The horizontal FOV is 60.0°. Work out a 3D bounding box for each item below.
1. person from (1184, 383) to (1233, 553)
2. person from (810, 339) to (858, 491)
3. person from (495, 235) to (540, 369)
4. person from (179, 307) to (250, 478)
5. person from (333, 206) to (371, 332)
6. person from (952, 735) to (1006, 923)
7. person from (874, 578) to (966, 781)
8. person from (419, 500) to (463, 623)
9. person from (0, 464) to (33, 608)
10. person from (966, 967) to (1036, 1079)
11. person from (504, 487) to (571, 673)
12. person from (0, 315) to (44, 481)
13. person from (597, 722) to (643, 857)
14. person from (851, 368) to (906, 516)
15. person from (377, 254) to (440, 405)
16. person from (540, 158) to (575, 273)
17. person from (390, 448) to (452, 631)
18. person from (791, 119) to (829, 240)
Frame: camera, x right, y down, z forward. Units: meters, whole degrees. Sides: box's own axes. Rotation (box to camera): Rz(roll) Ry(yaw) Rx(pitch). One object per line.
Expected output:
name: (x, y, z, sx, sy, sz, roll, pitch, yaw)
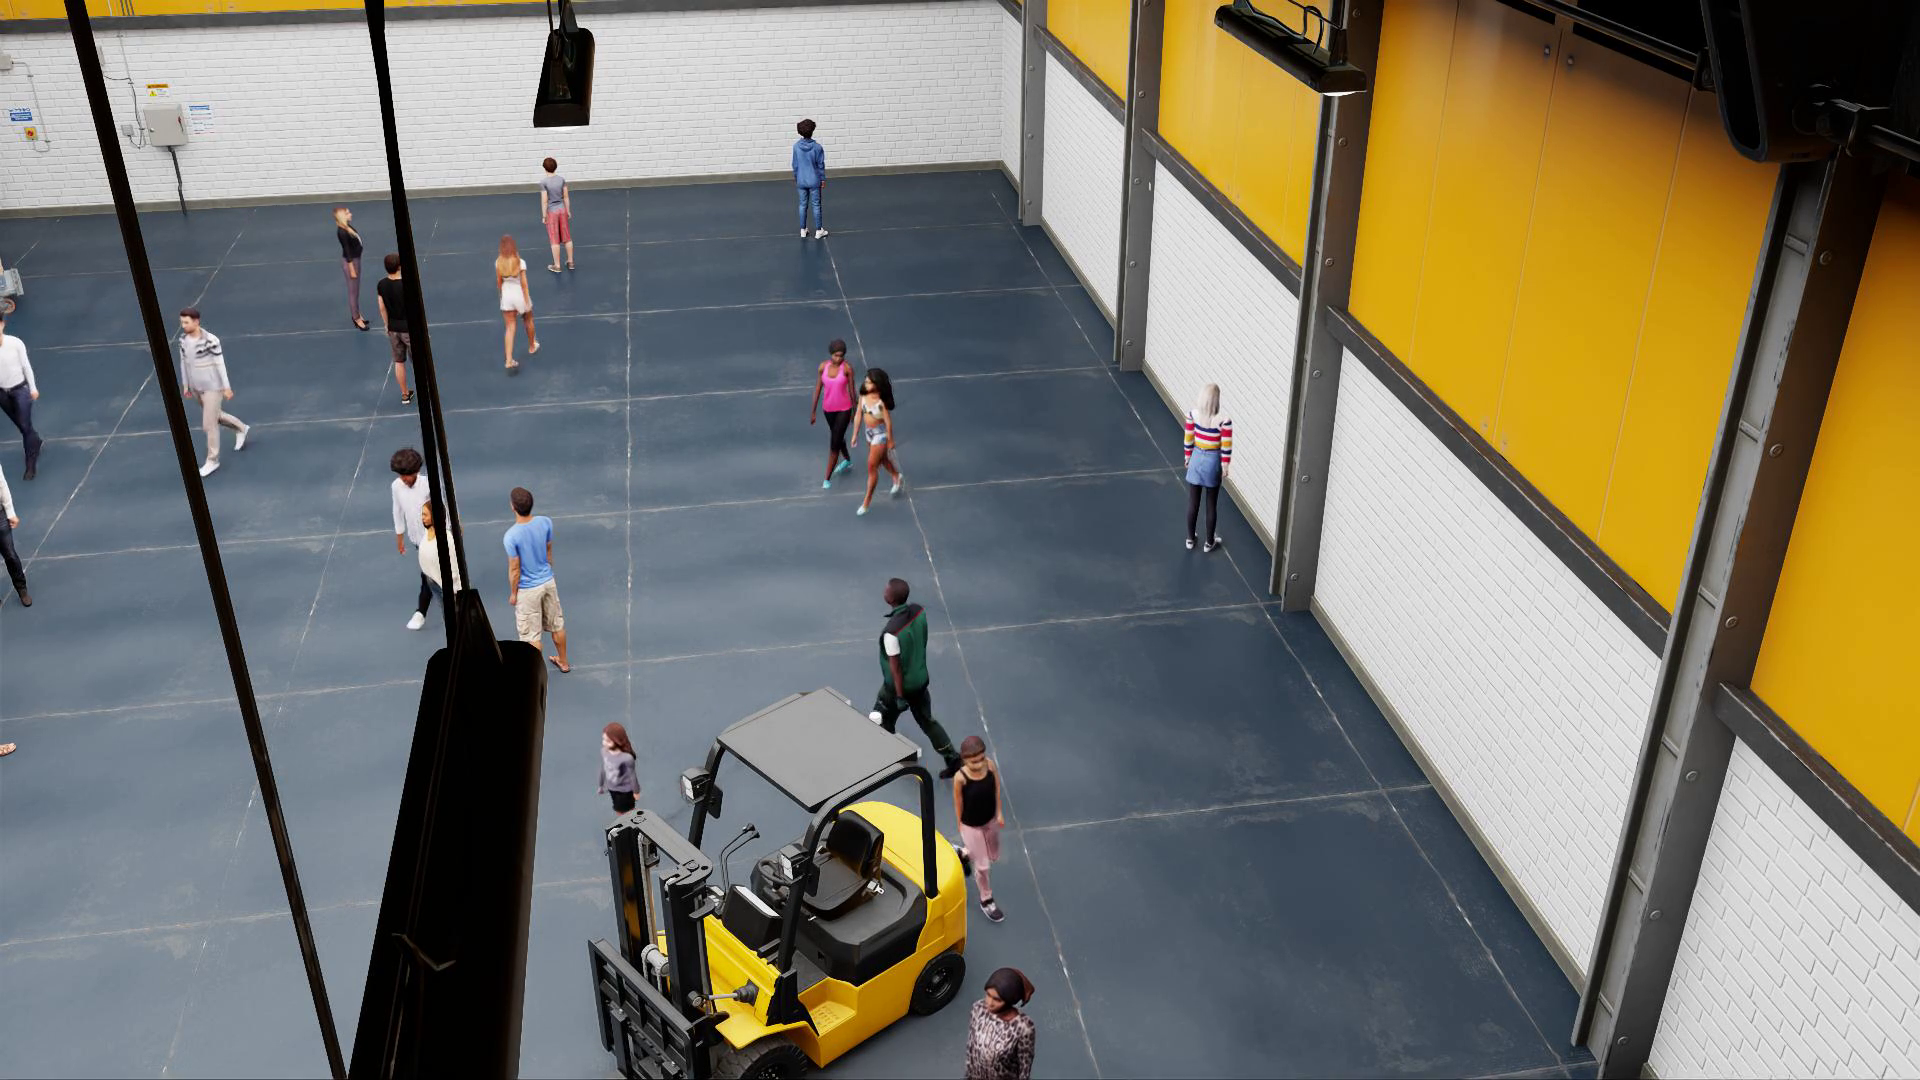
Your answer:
person: (2.459, -0.741, 16.647, 0.715, 1.808, 0.747, 15, 32, 26)
person: (-1.297, -1.408, 18.020, 0.997, 1.663, 1.191, 12, 31, 20)
person: (-5.624, -2.947, 20.861, 0.790, 1.644, 1.197, 3, 29, 5)
person: (-8.291, -1.731, 18.431, 1.113, 1.836, 1.285, 12, 31, 21)
person: (-8.084, -3.618, 22.064, 0.661, 1.672, 0.481, -7, 29, -13)
person: (0.094, 1.990, 11.922, 0.771, 1.537, 0.961, -21, 35, -33)
person: (-0.348, 1.164, 13.168, 1.256, 1.796, 1.219, 18, 33, 30)
person: (-4.543, 0.381, 14.719, 0.760, 1.683, 0.653, -23, 36, -36)
person: (-9.145, -0.208, 15.604, 0.730, 1.870, 0.667, -16, 32, -26)
person: (0.232, 3.150, 9.612, 0.680, 1.713, 0.744, 20, 34, 32)
person: (-3.706, 0.392, 14.512, 0.780, 1.863, 0.741, 22, 36, 35)
person: (-10.426, -1.667, 18.326, 0.605, 1.825, 1.193, -5, 29, -10)
person: (-2.546, 1.835, 12.674, 0.704, 1.089, 0.763, 19, 34, 31)
person: (-0.823, -1.088, 17.515, 1.029, 1.585, 1.001, 24, 37, 37)
person: (-6.655, -2.522, 19.855, 0.752, 1.861, 0.720, 5, 29, 9)
person: (-5.851, -4.717, 24.101, 0.670, 1.650, 0.668, -20, 35, -32)
person: (-4.932, -0.096, 15.516, 0.995, 1.759, 1.186, 9, 30, 16)
person: (-2.305, -5.524, 25.414, 0.759, 1.810, 0.729, 8, 30, 14)
